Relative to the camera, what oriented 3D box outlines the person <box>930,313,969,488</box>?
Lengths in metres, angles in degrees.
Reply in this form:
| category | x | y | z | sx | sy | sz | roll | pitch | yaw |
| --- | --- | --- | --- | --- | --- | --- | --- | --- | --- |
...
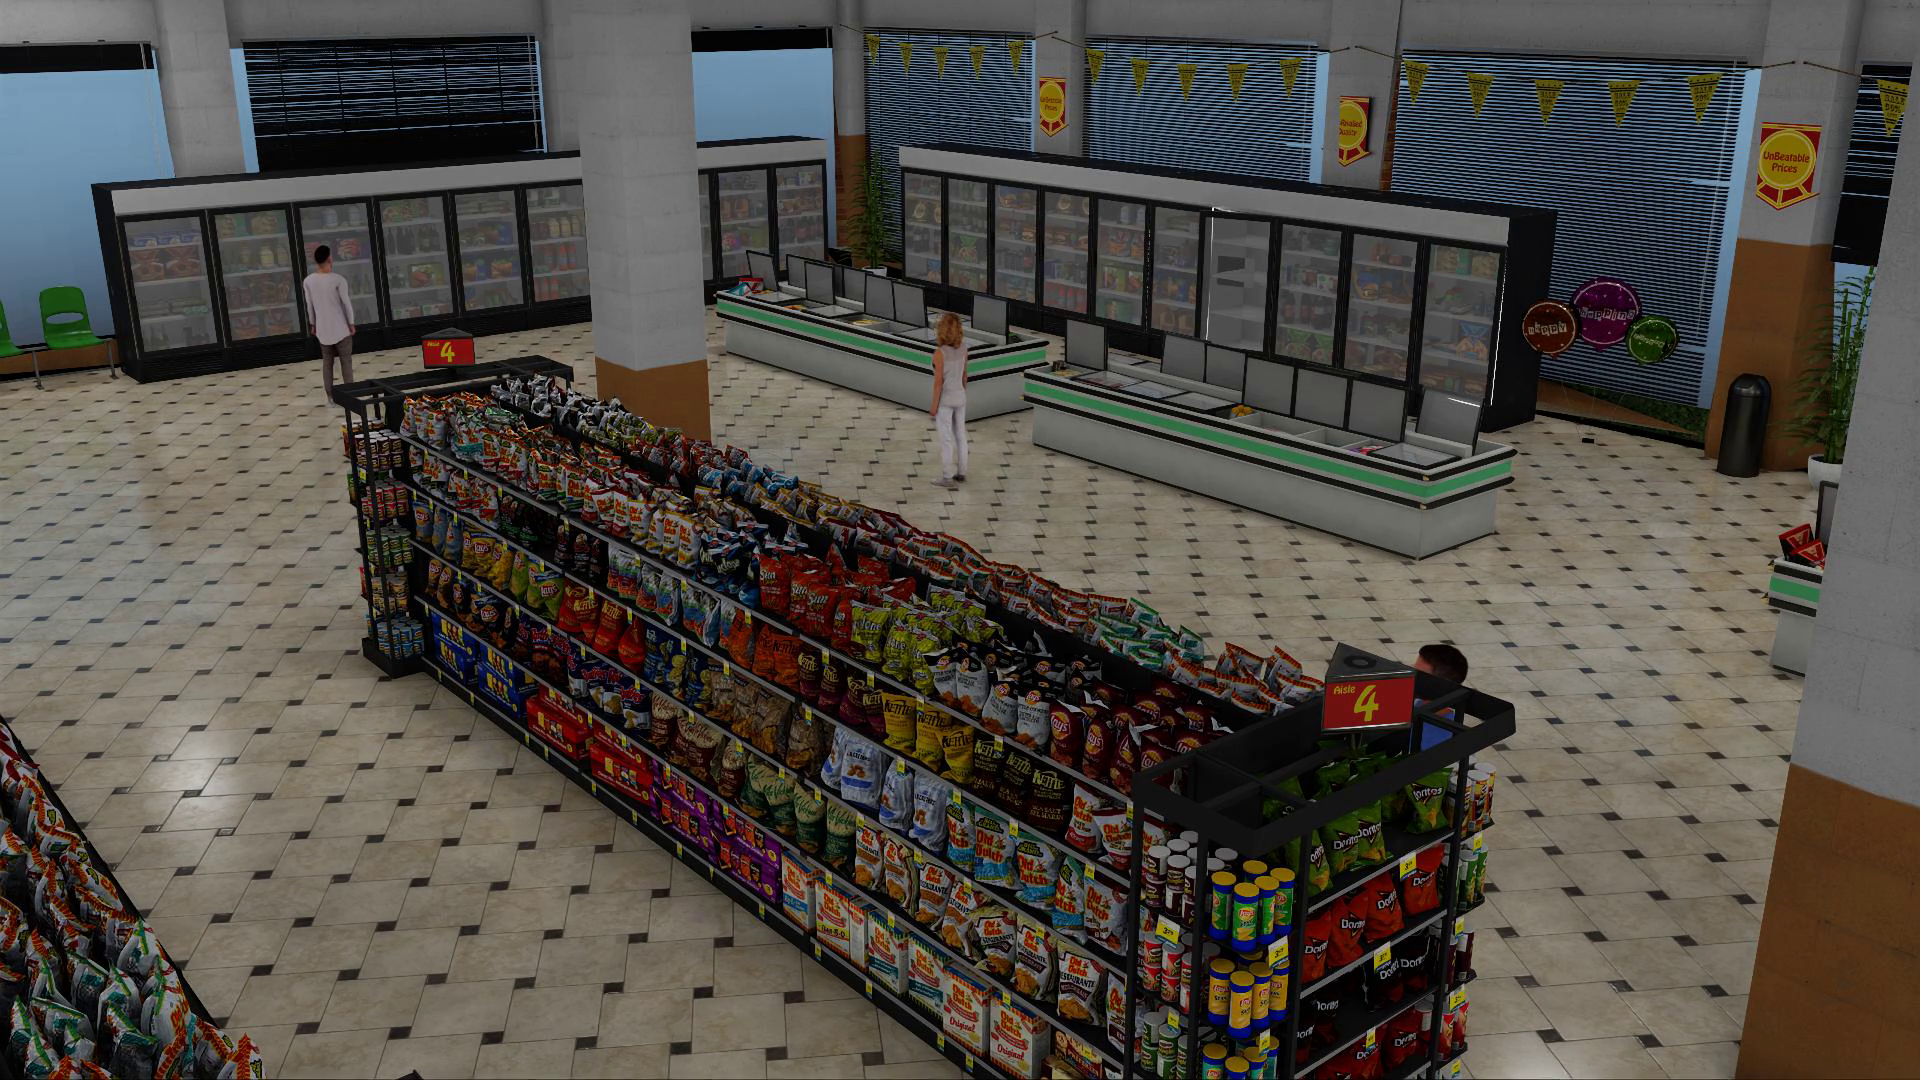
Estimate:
| category | x | y | z | sx | sy | sz | roll | pitch | yaw |
| --- | --- | --- | --- | --- | --- | --- | --- | --- | --- |
| person | -0.088 | -1.339 | 15.836 | 0.607 | 1.670 | 0.556 | -17 | 25 | -41 |

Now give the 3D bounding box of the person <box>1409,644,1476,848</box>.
| category | x | y | z | sx | sy | sz | roll | pitch | yaw |
| --- | --- | --- | --- | --- | --- | --- | --- | --- | --- |
| person | 2.135 | 1.339 | 7.591 | 0.802 | 1.863 | 0.689 | -3 | 19 | -9 |

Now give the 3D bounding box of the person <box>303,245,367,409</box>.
| category | x | y | z | sx | sy | sz | roll | pitch | yaw |
| --- | --- | --- | --- | --- | --- | --- | --- | --- | --- |
| person | -7.066 | -2.406 | 18.735 | 0.744 | 1.840 | 0.795 | 1 | 19 | 3 |
